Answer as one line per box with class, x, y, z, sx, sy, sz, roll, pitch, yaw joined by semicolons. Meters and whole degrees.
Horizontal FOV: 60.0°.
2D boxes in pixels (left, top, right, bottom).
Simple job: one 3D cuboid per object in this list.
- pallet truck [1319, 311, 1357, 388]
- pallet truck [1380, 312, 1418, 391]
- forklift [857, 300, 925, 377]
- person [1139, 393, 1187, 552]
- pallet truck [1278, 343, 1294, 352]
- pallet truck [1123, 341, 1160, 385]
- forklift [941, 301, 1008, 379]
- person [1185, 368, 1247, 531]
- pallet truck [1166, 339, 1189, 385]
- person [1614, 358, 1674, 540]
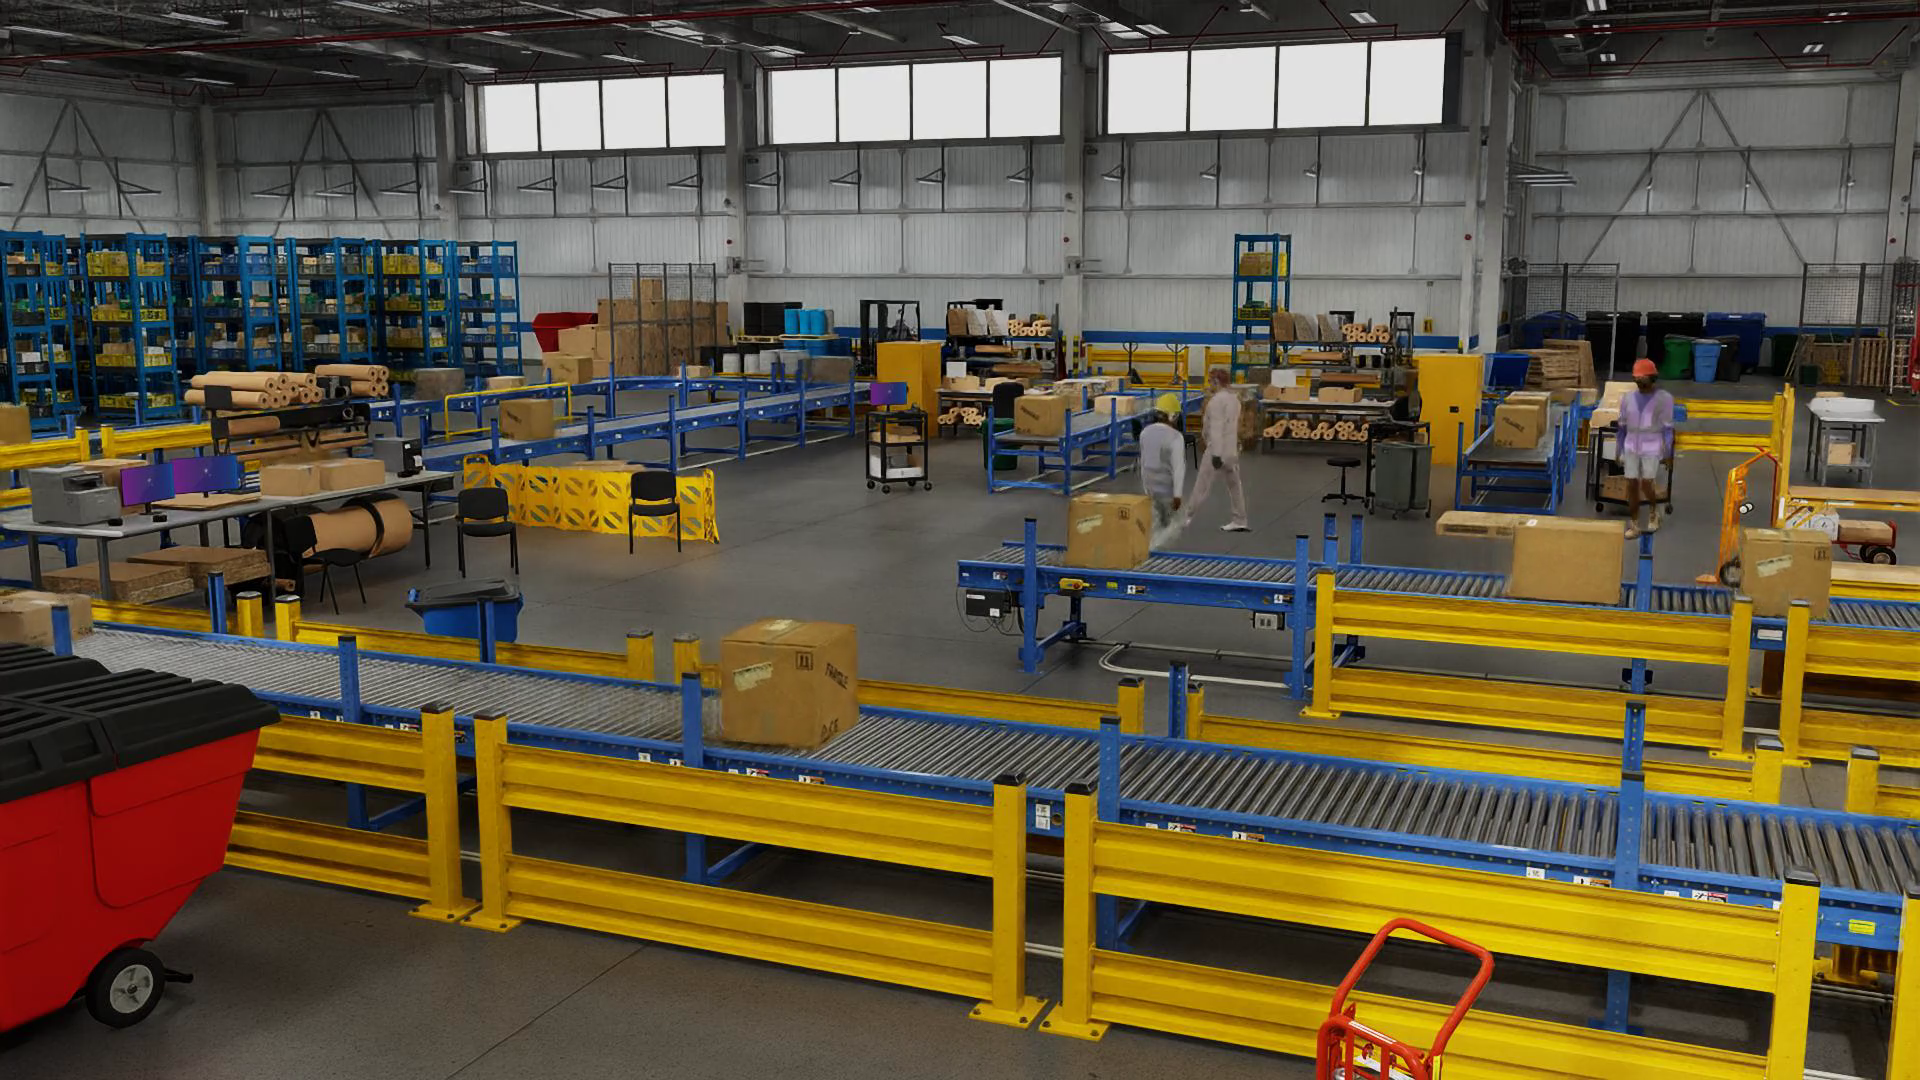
pallet truck;9.071;-4.419;39.190;0.823;1.965;1.885;5;10;26
pallet truck;10.207;-4.283;38.369;0.823;1.965;1.885;3;10;20
forklift;-1.732;-5.109;42.468;1.157;1.987;2.680;4;10;22
person;1.936;-0.503;16.014;0.512;1.816;0.604;-6;11;-34
pallet truck;7.886;-4.163;39.743;0.653;1.274;1.630;4;10;22
pallet truck;4.445;-4.380;41.279;0.680;1.201;1.601;4;10;22
forklift;0.365;-4.966;41.571;1.157;1.987;2.680;3;10;20
person;2.890;-1.039;19.102;0.977;1.856;0.679;6;11;33
pallet truck;5.418;-4.269;40.420;0.704;1.261;1.522;3;10;20
person;7.575;-1.008;18.439;0.485;2.024;0.628;-9;13;-43
